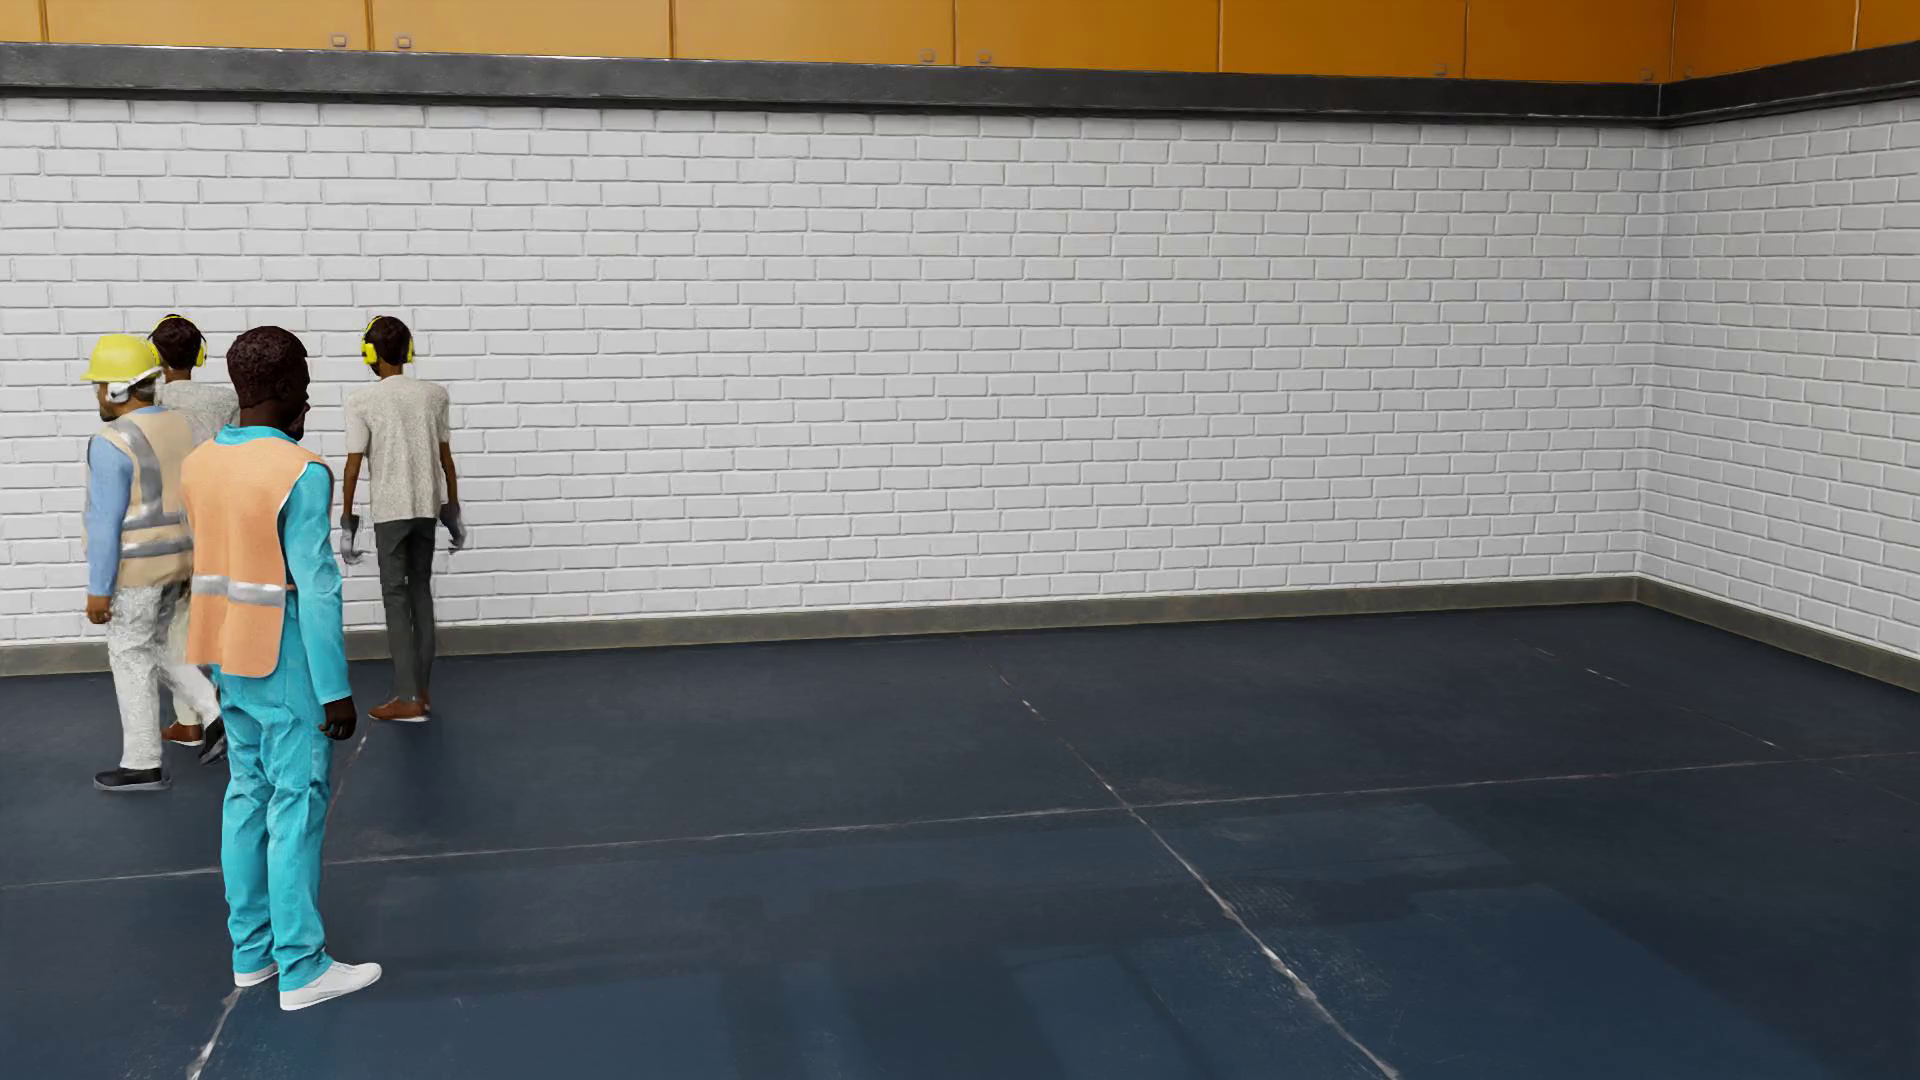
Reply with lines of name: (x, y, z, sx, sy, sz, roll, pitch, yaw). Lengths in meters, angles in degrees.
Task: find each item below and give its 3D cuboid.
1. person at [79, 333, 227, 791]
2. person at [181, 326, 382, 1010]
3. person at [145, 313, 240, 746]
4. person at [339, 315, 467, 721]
person: (-3.193, 0.101, 6.538, 0.482, 1.819, 0.599, 1, 9, 4)
person: (-1.937, 0.362, 4.679, 0.587, 1.911, 0.397, 7, 11, 35)
person: (-3.346, -0.041, 7.243, 0.518, 1.874, 0.329, -8, 12, -40)
person: (-2.572, -0.093, 7.604, 0.393, 1.858, 0.588, 9, 13, 44)
